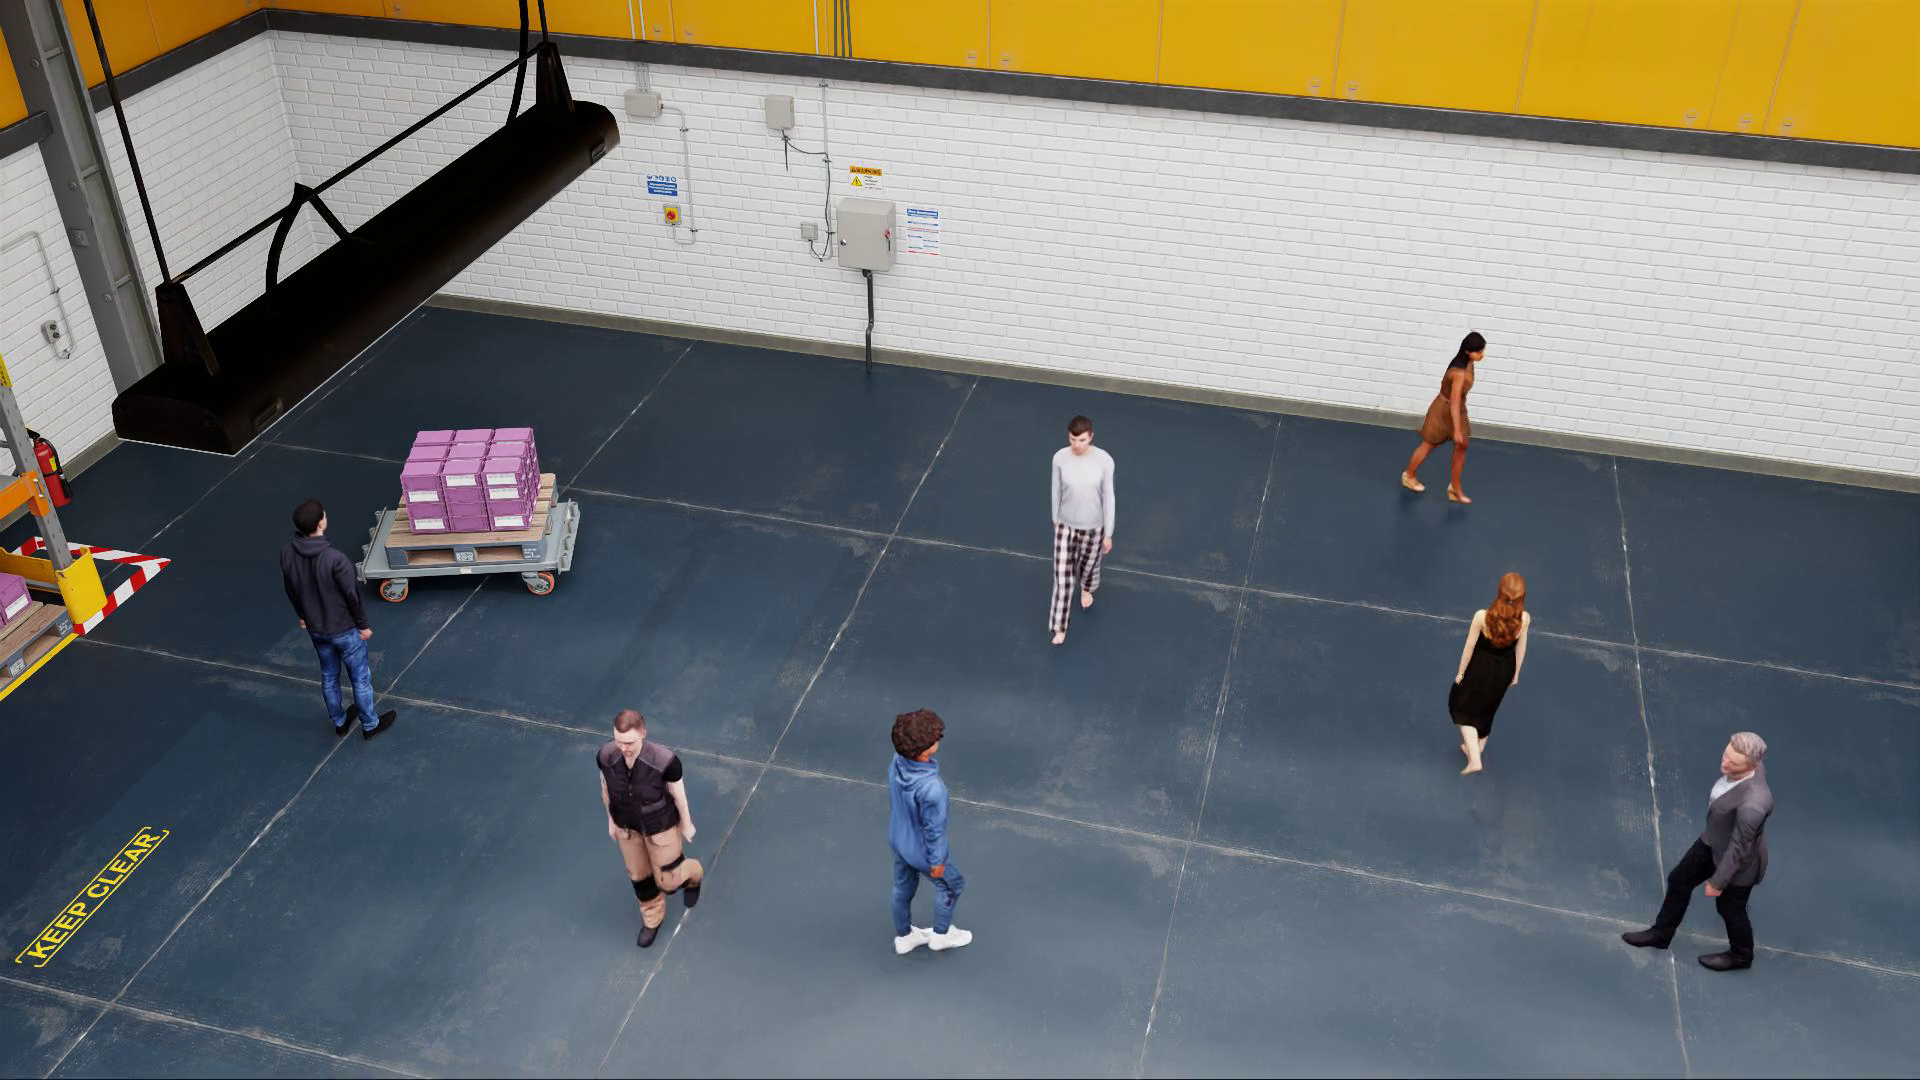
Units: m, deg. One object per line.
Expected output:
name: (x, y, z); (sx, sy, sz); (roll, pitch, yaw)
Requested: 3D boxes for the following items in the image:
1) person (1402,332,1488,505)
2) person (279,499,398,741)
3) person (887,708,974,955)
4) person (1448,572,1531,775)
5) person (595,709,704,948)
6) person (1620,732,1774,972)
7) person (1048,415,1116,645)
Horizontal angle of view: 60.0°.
person: (4.060, -1.062, 14.072); (0.812, 1.640, 0.875); (16, 37, 22)
person: (-4.303, 0.565, 11.395); (0.676, 1.893, 0.552); (7, 34, 11)
person: (-0.304, 1.764, 9.677); (0.897, 1.798, 0.841); (-19, 38, -26)
person: (3.540, 0.942, 11.081); (0.714, 1.612, 0.852); (-2, 34, -3)
person: (-1.825, 1.604, 9.906); (0.664, 1.811, 0.791); (8, 35, 13)
person: (4.515, 1.808, 9.608); (0.908, 1.800, 0.986); (6, 34, 9)
person: (0.941, -0.166, 12.579); (0.721, 1.799, 1.176); (5, 34, 7)
